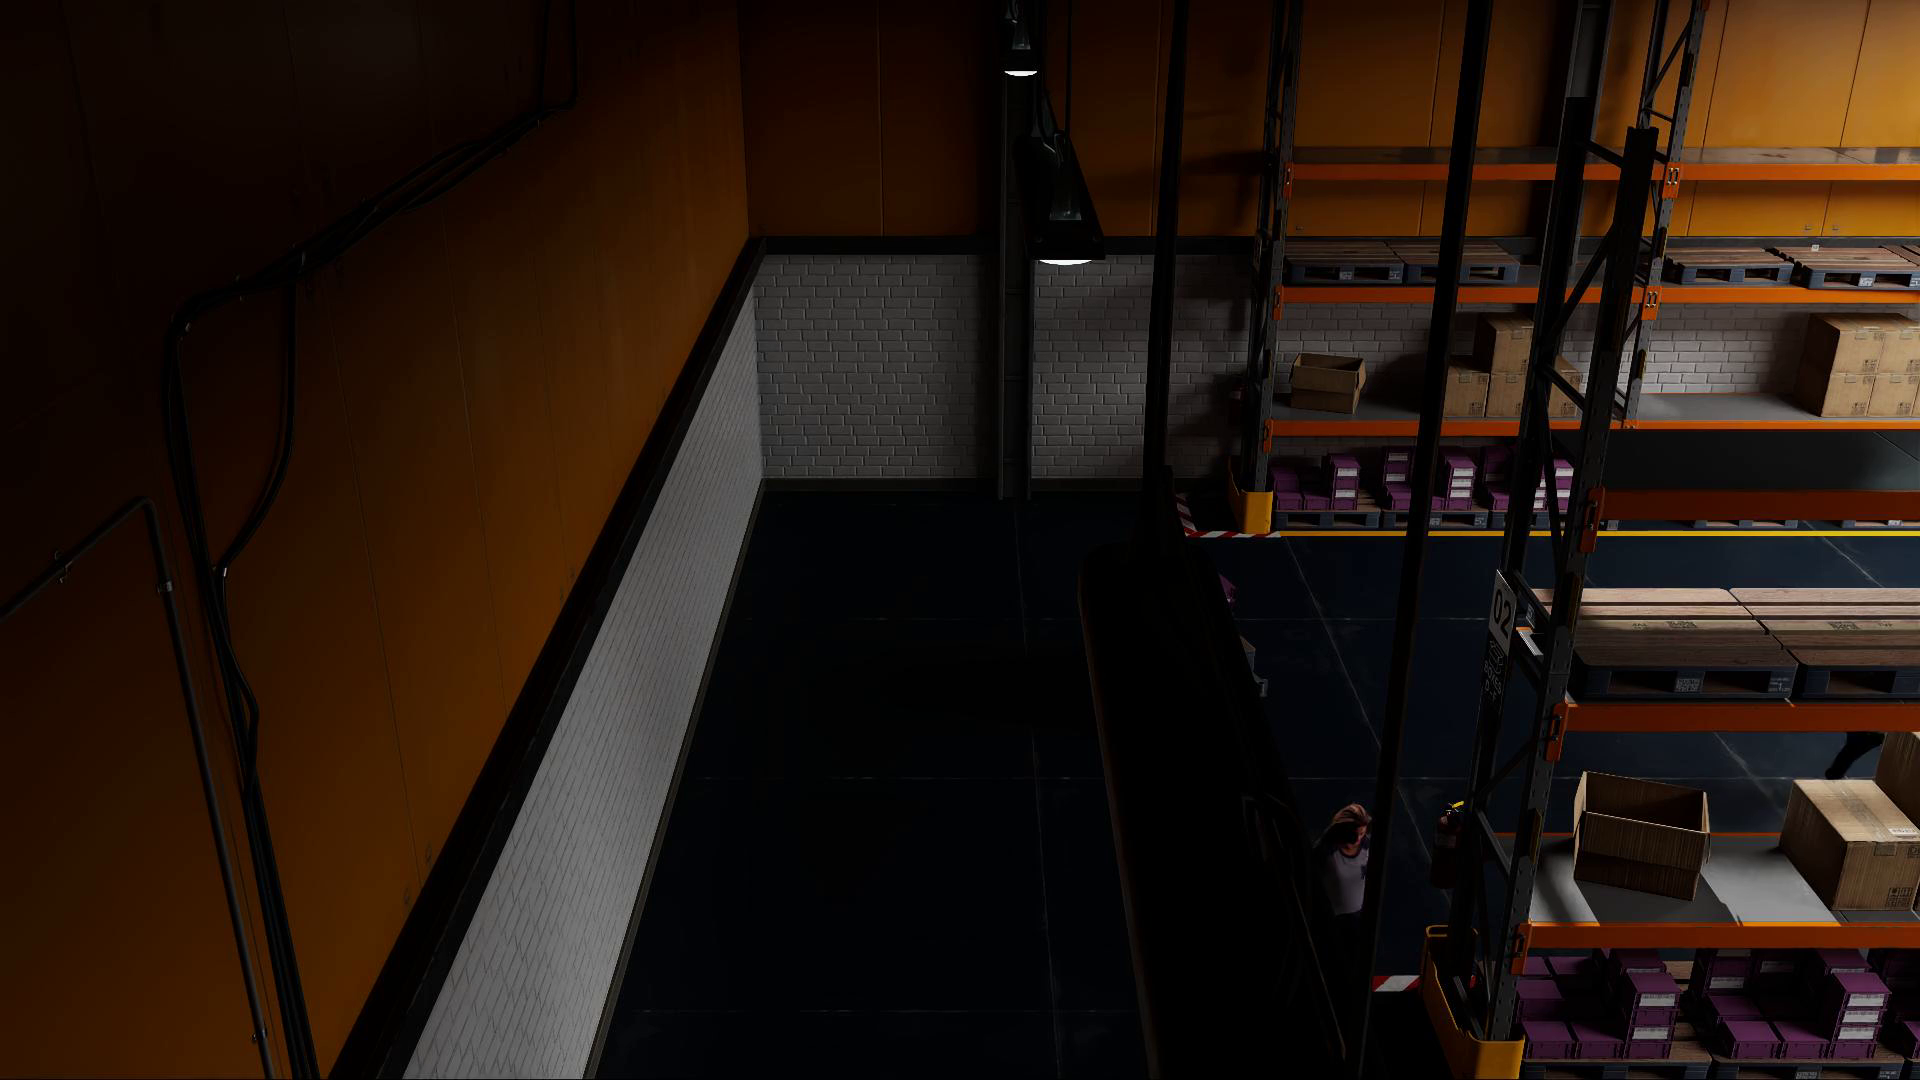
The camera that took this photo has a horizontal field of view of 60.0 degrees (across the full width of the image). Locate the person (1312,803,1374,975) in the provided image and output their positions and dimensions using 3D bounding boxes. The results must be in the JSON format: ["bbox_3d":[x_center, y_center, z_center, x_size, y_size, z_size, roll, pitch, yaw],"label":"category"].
[{"bbox_3d":[2.462,2.387,10.916,0.799,1.681,0.802,1,24,2],"label":"person"}]
